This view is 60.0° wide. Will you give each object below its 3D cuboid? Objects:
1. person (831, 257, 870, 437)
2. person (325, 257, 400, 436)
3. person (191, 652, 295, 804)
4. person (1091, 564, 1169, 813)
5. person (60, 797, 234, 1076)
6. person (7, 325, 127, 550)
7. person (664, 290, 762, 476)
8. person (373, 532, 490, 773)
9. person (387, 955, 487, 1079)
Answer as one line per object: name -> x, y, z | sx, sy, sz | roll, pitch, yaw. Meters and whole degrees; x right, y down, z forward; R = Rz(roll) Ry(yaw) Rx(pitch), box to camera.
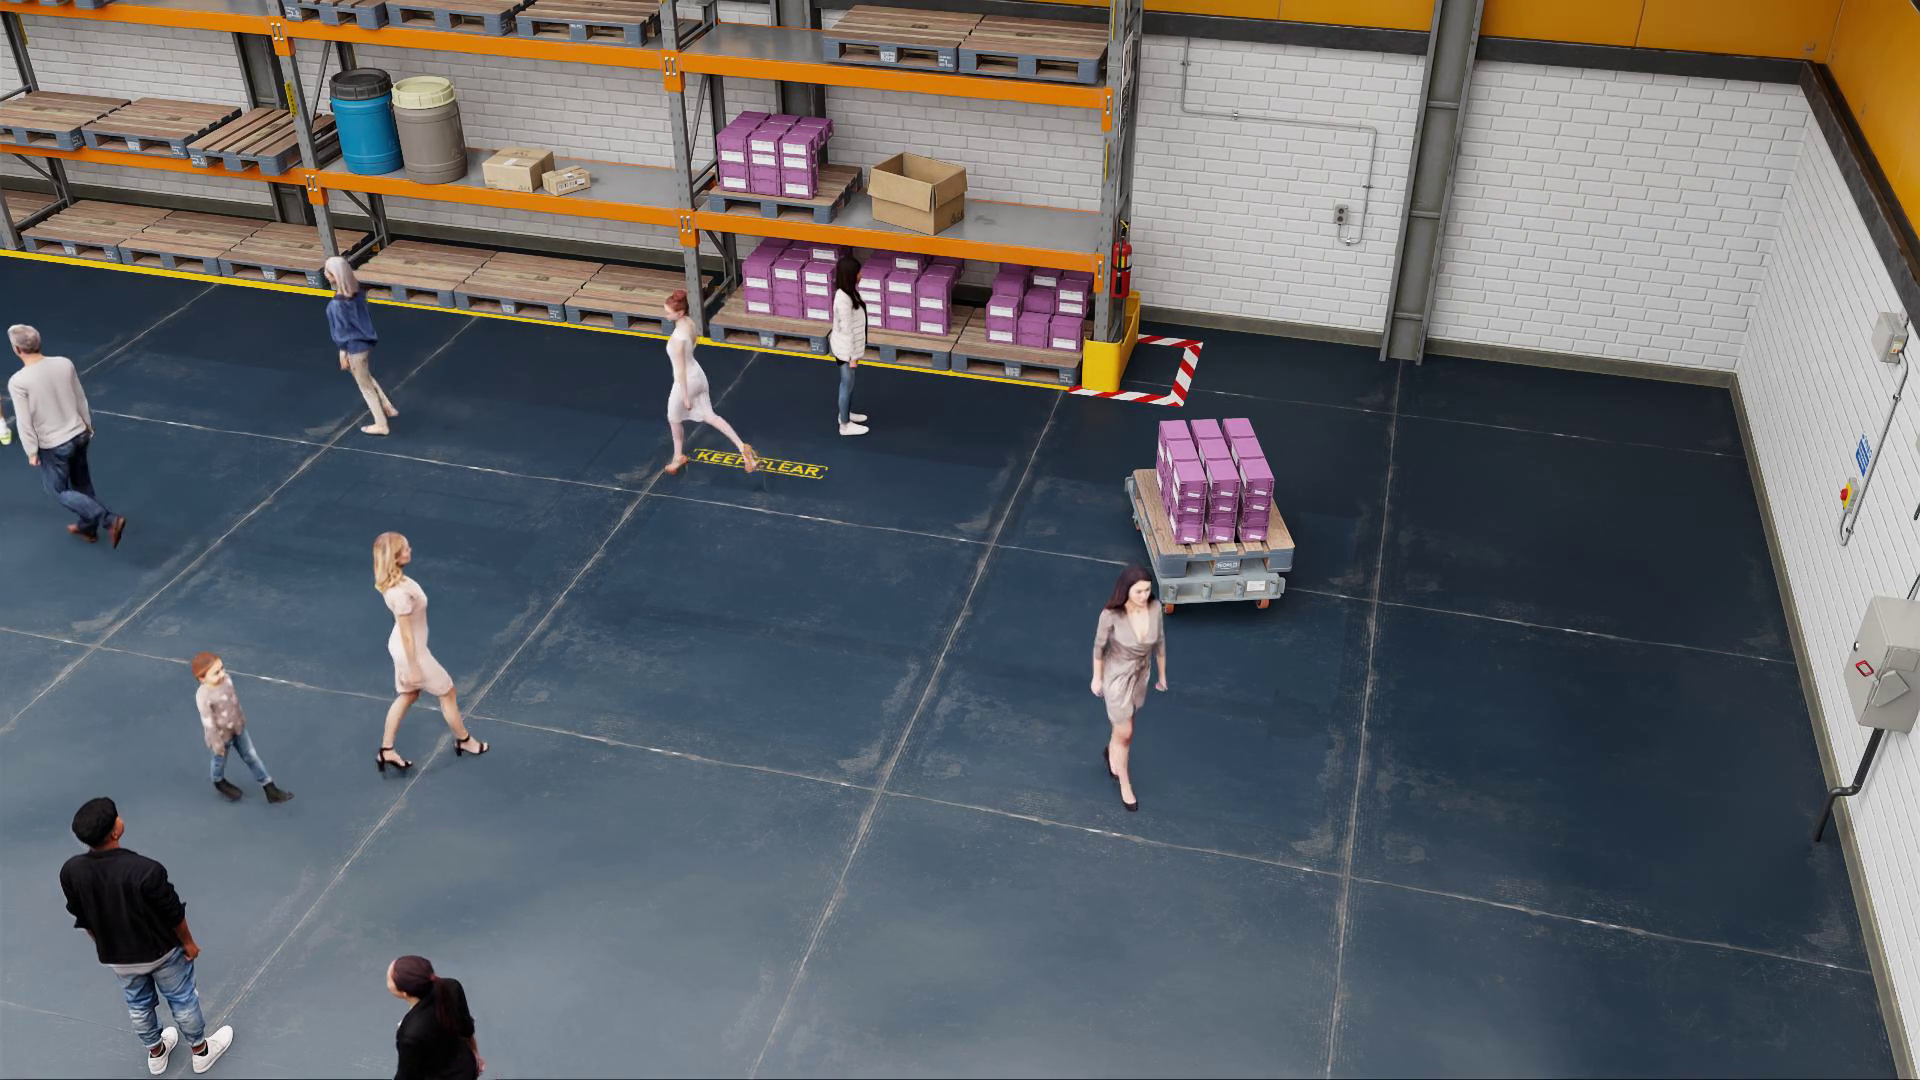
person -> -0.972, -1.678, 14.365 | 0.641, 1.636, 0.665 | -1, 34, -1
person -> -5.077, -1.649, 14.277 | 0.640, 1.685, 0.653 | 5, 34, 7
person -> -4.668, 1.191, 10.474 | 0.832, 1.166, 0.543 | 11, 35, 17
person -> 1.012, 0.831, 10.507 | 0.855, 1.728, 0.908 | -15, 37, -22
person -> -4.238, 2.064, 8.578 | 0.621, 1.811, 0.810 | 1, 34, 1
person -> -6.827, -0.740, 12.721 | 1.021, 1.895, 0.807 | 13, 36, 19
person -> -2.101, -1.219, 13.569 | 1.096, 1.754, 0.555 | 9, 35, 13
person -> -3.571, 0.749, 10.560 | 1.005, 1.806, 0.956 | -18, 38, -26
person -> -2.356, 2.633, 7.902 | 1.062, 1.610, 0.650 | 6, 34, 9
